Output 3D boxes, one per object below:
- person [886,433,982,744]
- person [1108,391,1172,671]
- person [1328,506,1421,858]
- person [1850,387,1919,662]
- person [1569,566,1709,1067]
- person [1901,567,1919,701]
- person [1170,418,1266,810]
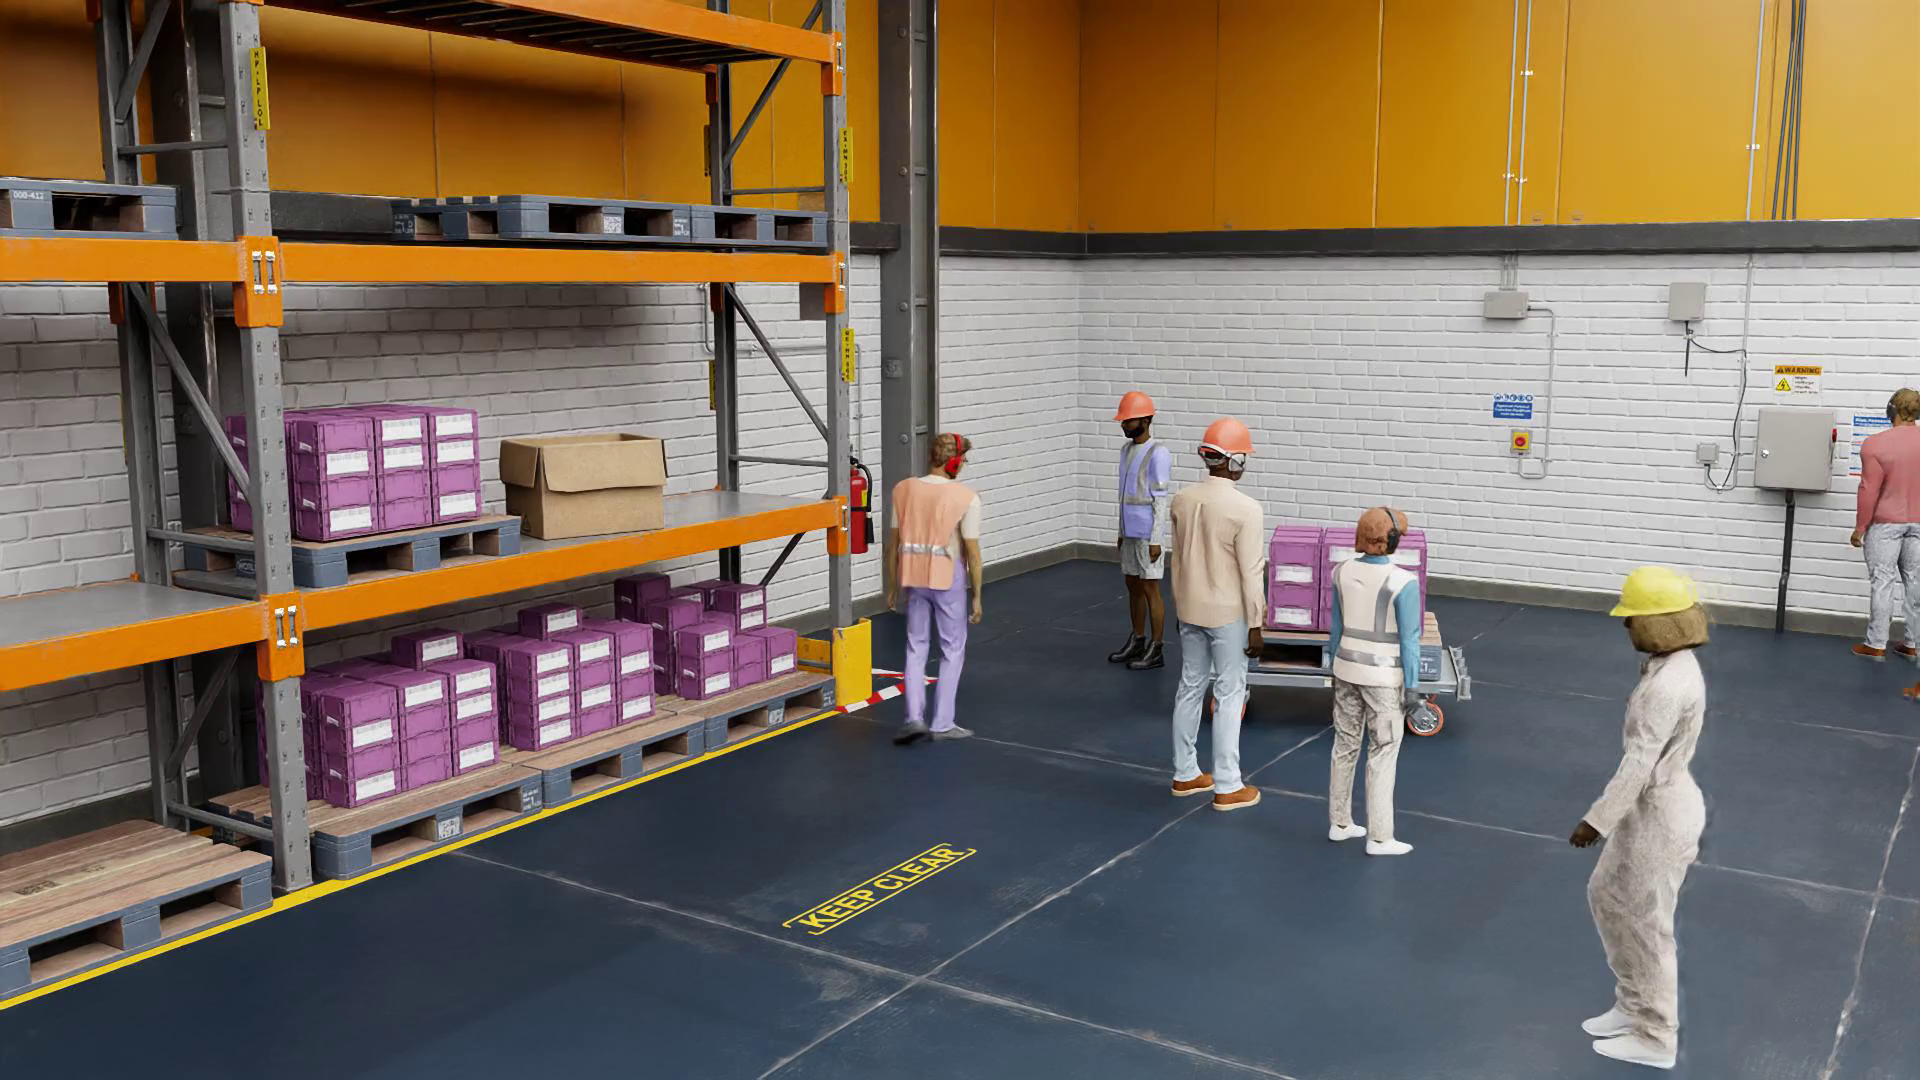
[{"bbox_3d":[-0.180,0.292,9.581,0.598,1.810,0.549,4,10,27],"label":"person"},{"bbox_3d":[1.232,-0.065,11.516,0.386,1.929,0.543,-4,10,-25],"label":"person"},{"bbox_3d":[1.918,0.657,7.771,0.315,1.634,0.527,-6,10,-33],"label":"person"},{"bbox_3d":[6.604,-0.104,11.721,0.627,1.941,0.370,0,9,-2],"label":"person"},{"bbox_3d":[2.281,0.936,5.640,0.443,1.719,0.505,3,9,20],"label":"person"},{"bbox_3d":[6.258,0.093,10.495,0.608,1.928,0.510,-4,10,-24],"label":"person"},{"bbox_3d":[1.320,0.373,8.484,0.399,1.987,0.616,-6,11,-36],"label":"person"}]
